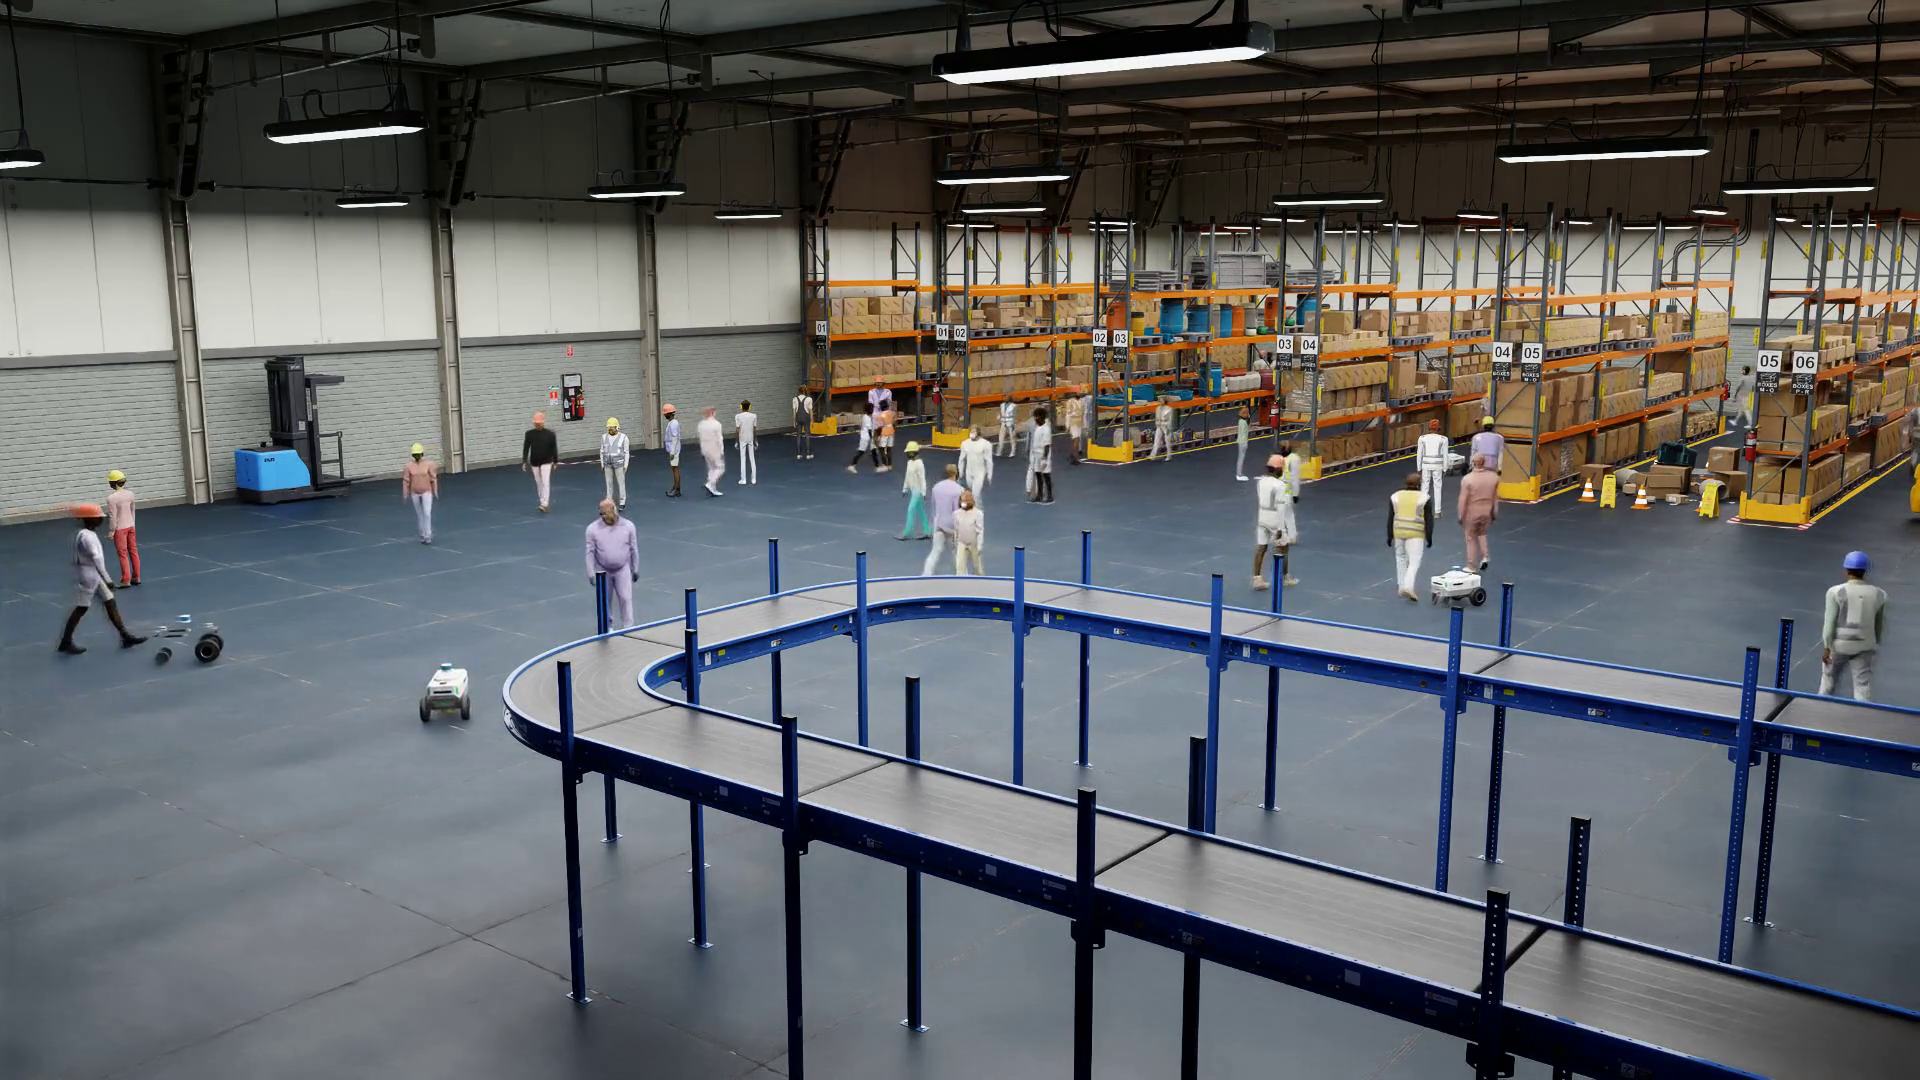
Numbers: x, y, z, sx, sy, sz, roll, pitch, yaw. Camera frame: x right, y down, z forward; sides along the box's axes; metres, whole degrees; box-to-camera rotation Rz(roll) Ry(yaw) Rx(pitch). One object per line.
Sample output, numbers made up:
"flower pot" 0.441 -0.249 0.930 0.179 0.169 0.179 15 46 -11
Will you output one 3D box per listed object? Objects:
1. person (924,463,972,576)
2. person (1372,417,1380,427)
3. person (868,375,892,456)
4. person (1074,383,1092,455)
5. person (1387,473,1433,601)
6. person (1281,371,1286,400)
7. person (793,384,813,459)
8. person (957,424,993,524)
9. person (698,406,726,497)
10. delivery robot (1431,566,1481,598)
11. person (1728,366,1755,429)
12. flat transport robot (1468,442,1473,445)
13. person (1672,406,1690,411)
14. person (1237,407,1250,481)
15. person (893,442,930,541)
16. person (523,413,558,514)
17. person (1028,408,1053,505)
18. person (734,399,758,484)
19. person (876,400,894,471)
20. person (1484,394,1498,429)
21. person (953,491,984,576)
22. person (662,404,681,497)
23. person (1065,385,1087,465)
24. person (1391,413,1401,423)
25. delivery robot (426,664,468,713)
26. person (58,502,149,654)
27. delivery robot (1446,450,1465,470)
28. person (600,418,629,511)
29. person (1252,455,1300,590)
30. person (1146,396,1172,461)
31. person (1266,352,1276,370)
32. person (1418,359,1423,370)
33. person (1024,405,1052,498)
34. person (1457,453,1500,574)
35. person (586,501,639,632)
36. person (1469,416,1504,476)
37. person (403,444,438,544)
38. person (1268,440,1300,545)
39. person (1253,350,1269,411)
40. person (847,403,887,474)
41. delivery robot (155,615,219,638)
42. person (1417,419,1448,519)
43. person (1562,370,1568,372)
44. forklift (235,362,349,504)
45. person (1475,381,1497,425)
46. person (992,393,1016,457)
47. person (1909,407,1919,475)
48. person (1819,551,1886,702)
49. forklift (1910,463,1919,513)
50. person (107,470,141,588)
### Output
"person" -0.194 -0.185 23.231 0.668 1.881 1.049 8 13 38
"person" 11.258 -3.452 42.416 0.513 1.592 0.844 9 14 43
"person" -2.019 -3.137 39.369 0.607 2.044 0.378 1 10 5
"person" 3.125 -3.059 39.559 0.613 1.813 0.531 6 12 29
"person" 6.481 -0.051 22.670 0.656 1.817 0.764 6 12 32
"person" 9.844 -4.538 47.886 0.613 1.816 0.570 6 12 32
"person" -3.888 -2.932 38.776 0.506 1.845 0.342 2 10 10
"person" 0.215 -1.170 28.713 0.656 1.892 0.973 6 12 32
"person" -5.153 -1.829 32.458 0.678 1.882 0.462 8 13 39
"delivery robot" 7.061 0.618 22.282 0.707 0.478 0.477 -5 11 -27
"person" 23.046 -4.211 46.052 0.557 1.814 0.987 -4 11 -20
"flat transport robot" 14.183 -2.659 41.782 0.652 0.197 1.431 8 13 39
"person" 21.226 -4.267 46.163 0.608 1.879 0.947 -7 12 -34
"person" 6.340 -2.156 35.014 0.279 1.630 0.503 1 10 5
"person" -0.873 -0.843 27.314 0.846 1.725 0.553 -4 11 -24
"person" -8.175 -1.494 30.403 0.623 1.943 0.980 0 10 2
"person" 1.641 -1.700 31.508 0.373 1.964 0.608 -3 11 -18
"person" -4.698 -2.158 34.362 0.532 1.865 0.311 -5 11 -24
"person" -1.744 -2.425 36.408 0.315 1.678 0.618 7 12 33
"person" 12.349 -2.413 35.779 0.676 1.876 0.607 1 10 6
"person" 0.124 0.081 22.533 0.509 1.588 0.854 4 11 23
"person" -6.001 -1.869 32.560 0.374 1.928 0.542 -2 10 -12
"person" 2.849 -2.754 37.556 0.580 1.917 0.606 -9 14 -43
"person" 12.322 -3.821 43.810 0.654 1.832 0.433 8 13 37
"delivery robot" -5.530 1.578 16.878 0.477 0.478 0.707 -2 10 -10
"person" -10.818 0.470 19.541 1.018 1.887 0.543 -4 11 -22
"delivery robot" 11.322 -1.817 35.985 0.477 0.478 0.707 9 14 43
"person" -6.784 -1.489 30.684 0.588 1.833 0.404 2 10 9
"person" 4.727 -0.269 23.303 0.899 2.006 0.632 -5 11 -28
"person" 4.901 -2.693 38.100 0.530 1.596 0.841 9 14 42
"person" 10.251 -5.314 52.064 0.631 1.886 0.589 6 12 31
"person" 13.869 -4.505 47.330 1.009 1.942 0.656 -4 11 -23
"person" 1.600 -1.842 32.509 0.787 1.905 0.410 9 14 42
"person" 8.071 -0.415 24.472 0.675 1.891 0.427 -3 10 -14
"person" -4.433 0.410 19.983 0.653 1.841 0.996 -2 10 -12
"person" 10.158 -1.437 30.181 0.607 1.906 0.563 2 10 12
"person" -9.313 -0.779 26.937 0.552 1.730 0.798 -1 10 -7
"person" 5.489 -0.812 26.915 0.804 1.812 0.663 -2 10 -11
"person" 9.881 -5.224 51.260 0.618 1.990 0.394 9 13 41
"person" -2.183 -2.342 36.004 0.893 1.648 0.519 0 10 2
"delivery robot" -9.488 1.037 19.189 0.698 0.223 0.335 -3 11 -19
"person" 9.002 -1.361 29.827 0.575 1.882 0.359 5 11 25
"person" 16.767 -3.791 43.505 0.575 1.881 0.356 3 11 17
"forklift" -13.803 -2.244 32.110 1.129 2.768 1.873 8 13 37
"person" 13.178 -3.037 39.198 0.926 1.892 0.565 -3 10 -14
"person" 1.132 -2.836 38.882 0.545 1.598 0.808 8 13 36
"person" 21.848 -2.376 35.419 0.630 1.931 0.467 8 13 38
"person" 9.167 1.058 16.148 0.642 1.899 0.966 1 10 6
"forklift" 19.034 -1.348 28.998 2.313 2.155 1.214 8 13 37
"person" -12.556 -0.169 23.436 0.309 1.764 0.524 2 10 9
